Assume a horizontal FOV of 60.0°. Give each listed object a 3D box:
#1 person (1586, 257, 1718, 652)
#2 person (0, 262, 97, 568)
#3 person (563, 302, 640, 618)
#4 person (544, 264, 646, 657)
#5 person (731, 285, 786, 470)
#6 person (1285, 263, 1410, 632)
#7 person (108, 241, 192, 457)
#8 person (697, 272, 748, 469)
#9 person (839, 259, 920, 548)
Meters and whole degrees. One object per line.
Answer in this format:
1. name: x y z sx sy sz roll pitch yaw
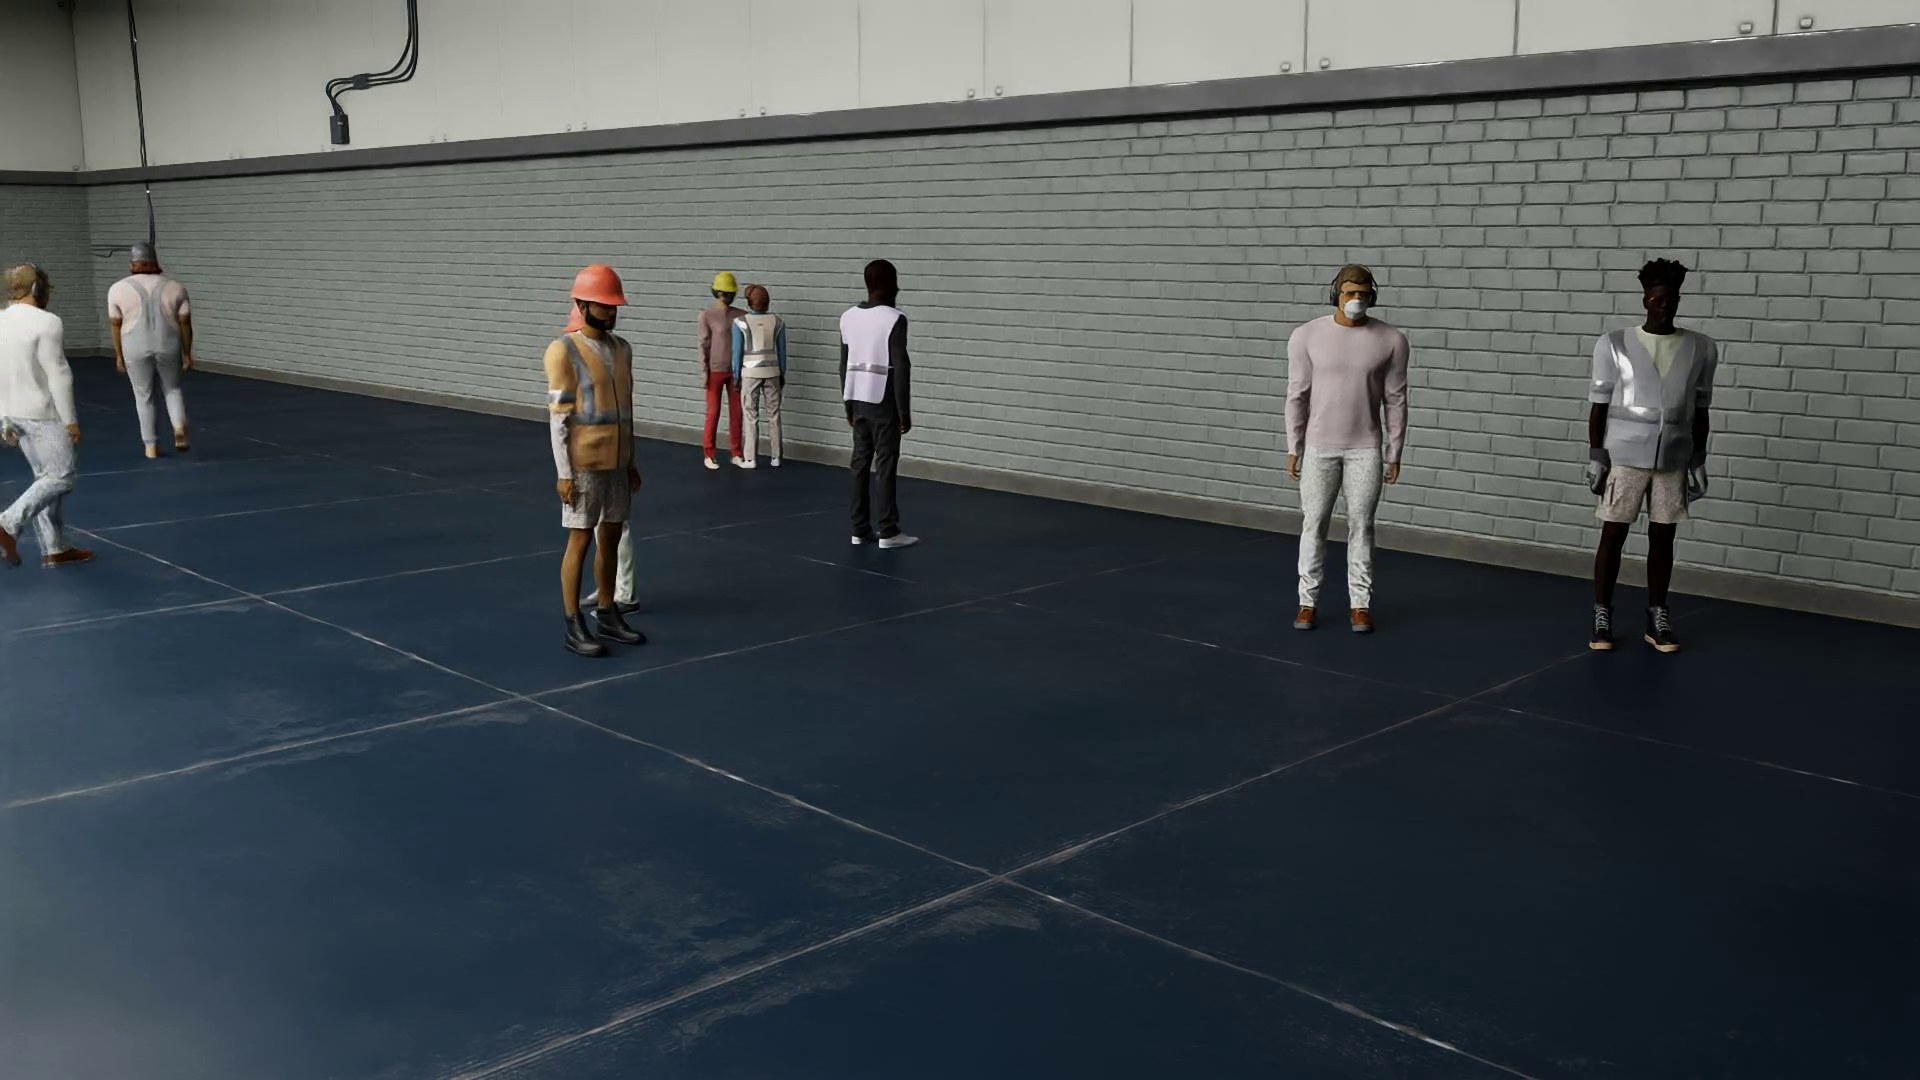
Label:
1. person: 3.441 -0.416 8.315 0.604 1.966 0.367 1 10 6
2. person: -5.744 -0.740 10.229 0.643 1.915 0.656 6 12 30
3. person: -1.972 -0.449 9.112 0.350 1.743 0.572 -6 12 -28
4. person: -1.784 -0.394 8.281 0.377 1.932 0.552 6 12 30
5. person: -1.785 -1.443 14.811 0.525 1.636 0.310 -6 12 -29
6. person: 2.023 -0.476 8.747 0.629 1.934 0.370 2 11 9
7. person: -7.590 -1.791 15.612 0.689 2.000 0.552 -6 12 -31
8. person: -2.086 -1.504 14.831 0.525 1.757 0.355 -8 13 -36
9. person: -0.566 -0.905 11.120 0.590 1.916 0.399 9 14 42
